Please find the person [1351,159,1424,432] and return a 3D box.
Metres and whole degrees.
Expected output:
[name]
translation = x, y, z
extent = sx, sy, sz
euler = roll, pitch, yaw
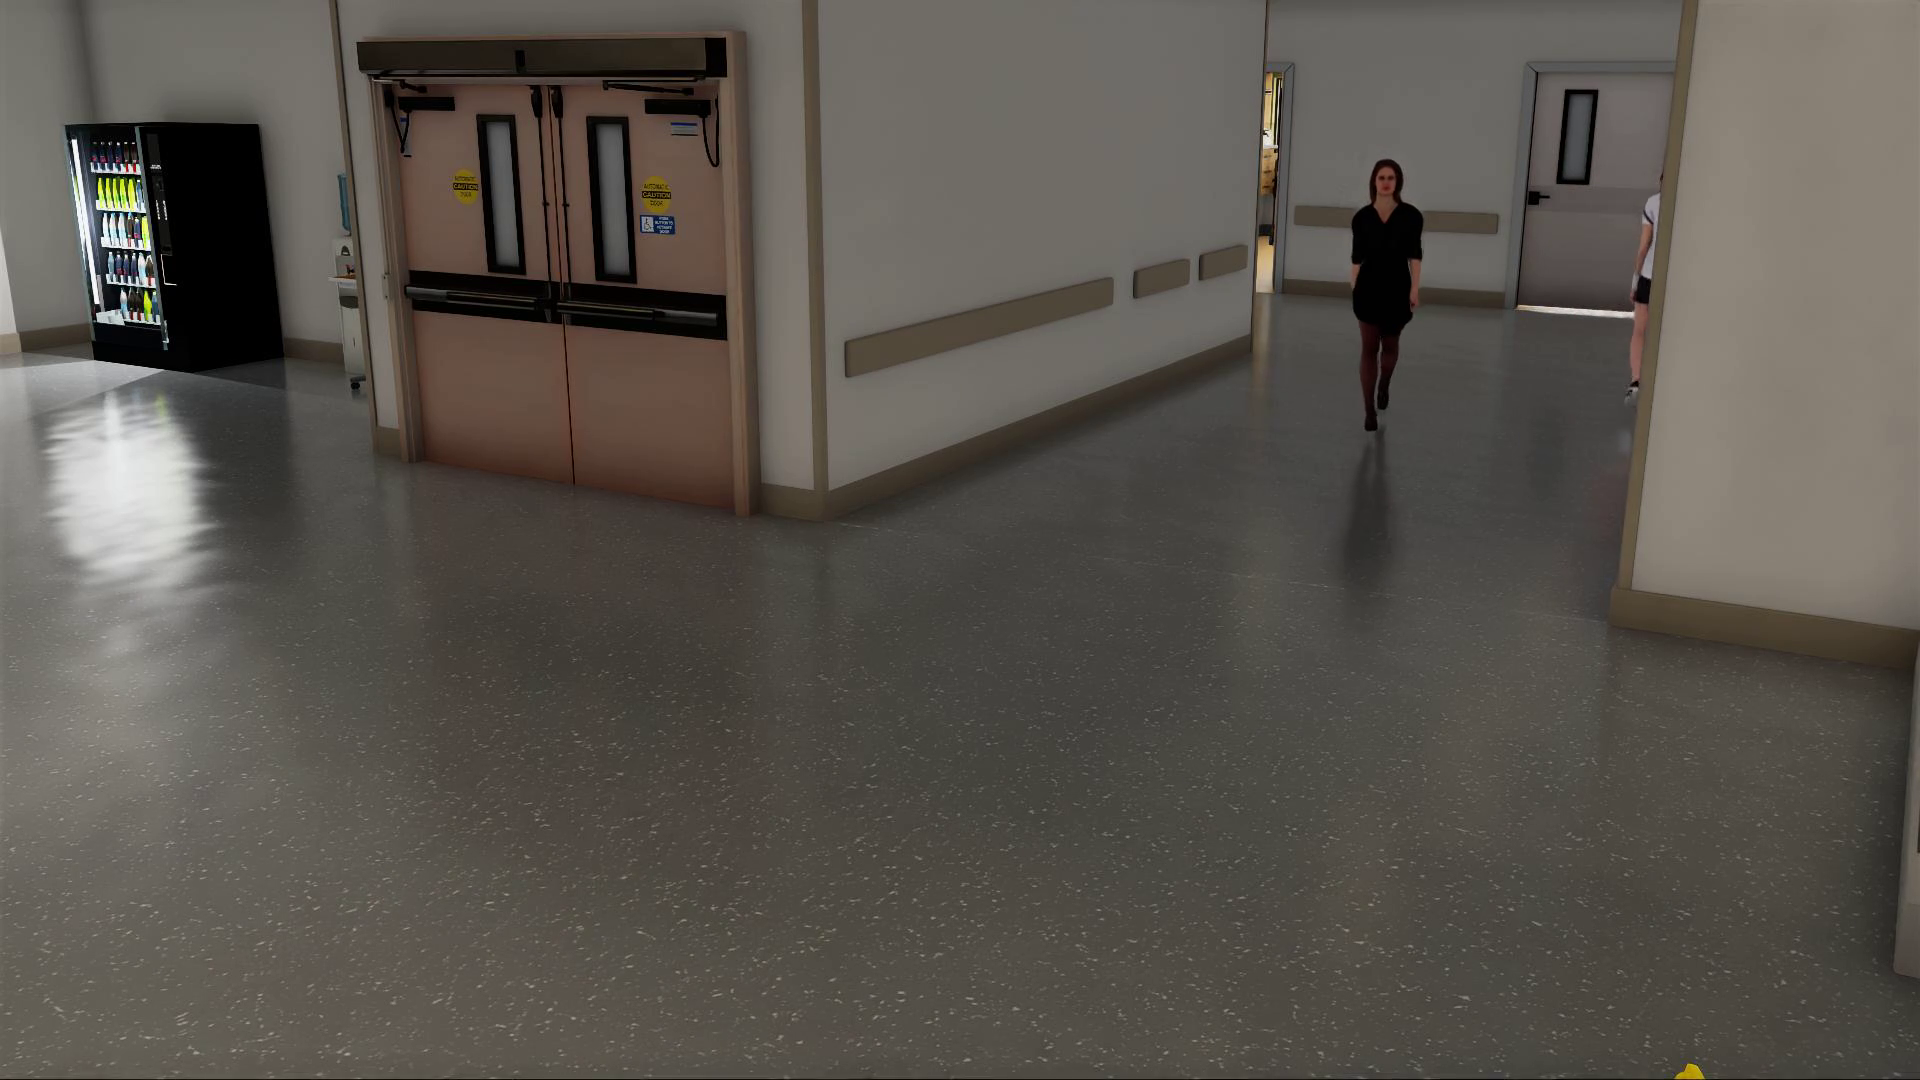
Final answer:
[person]
translation = 2.720, -1.556, 10.650
extent = 1.091, 1.663, 0.869
euler = 4, 16, 13
